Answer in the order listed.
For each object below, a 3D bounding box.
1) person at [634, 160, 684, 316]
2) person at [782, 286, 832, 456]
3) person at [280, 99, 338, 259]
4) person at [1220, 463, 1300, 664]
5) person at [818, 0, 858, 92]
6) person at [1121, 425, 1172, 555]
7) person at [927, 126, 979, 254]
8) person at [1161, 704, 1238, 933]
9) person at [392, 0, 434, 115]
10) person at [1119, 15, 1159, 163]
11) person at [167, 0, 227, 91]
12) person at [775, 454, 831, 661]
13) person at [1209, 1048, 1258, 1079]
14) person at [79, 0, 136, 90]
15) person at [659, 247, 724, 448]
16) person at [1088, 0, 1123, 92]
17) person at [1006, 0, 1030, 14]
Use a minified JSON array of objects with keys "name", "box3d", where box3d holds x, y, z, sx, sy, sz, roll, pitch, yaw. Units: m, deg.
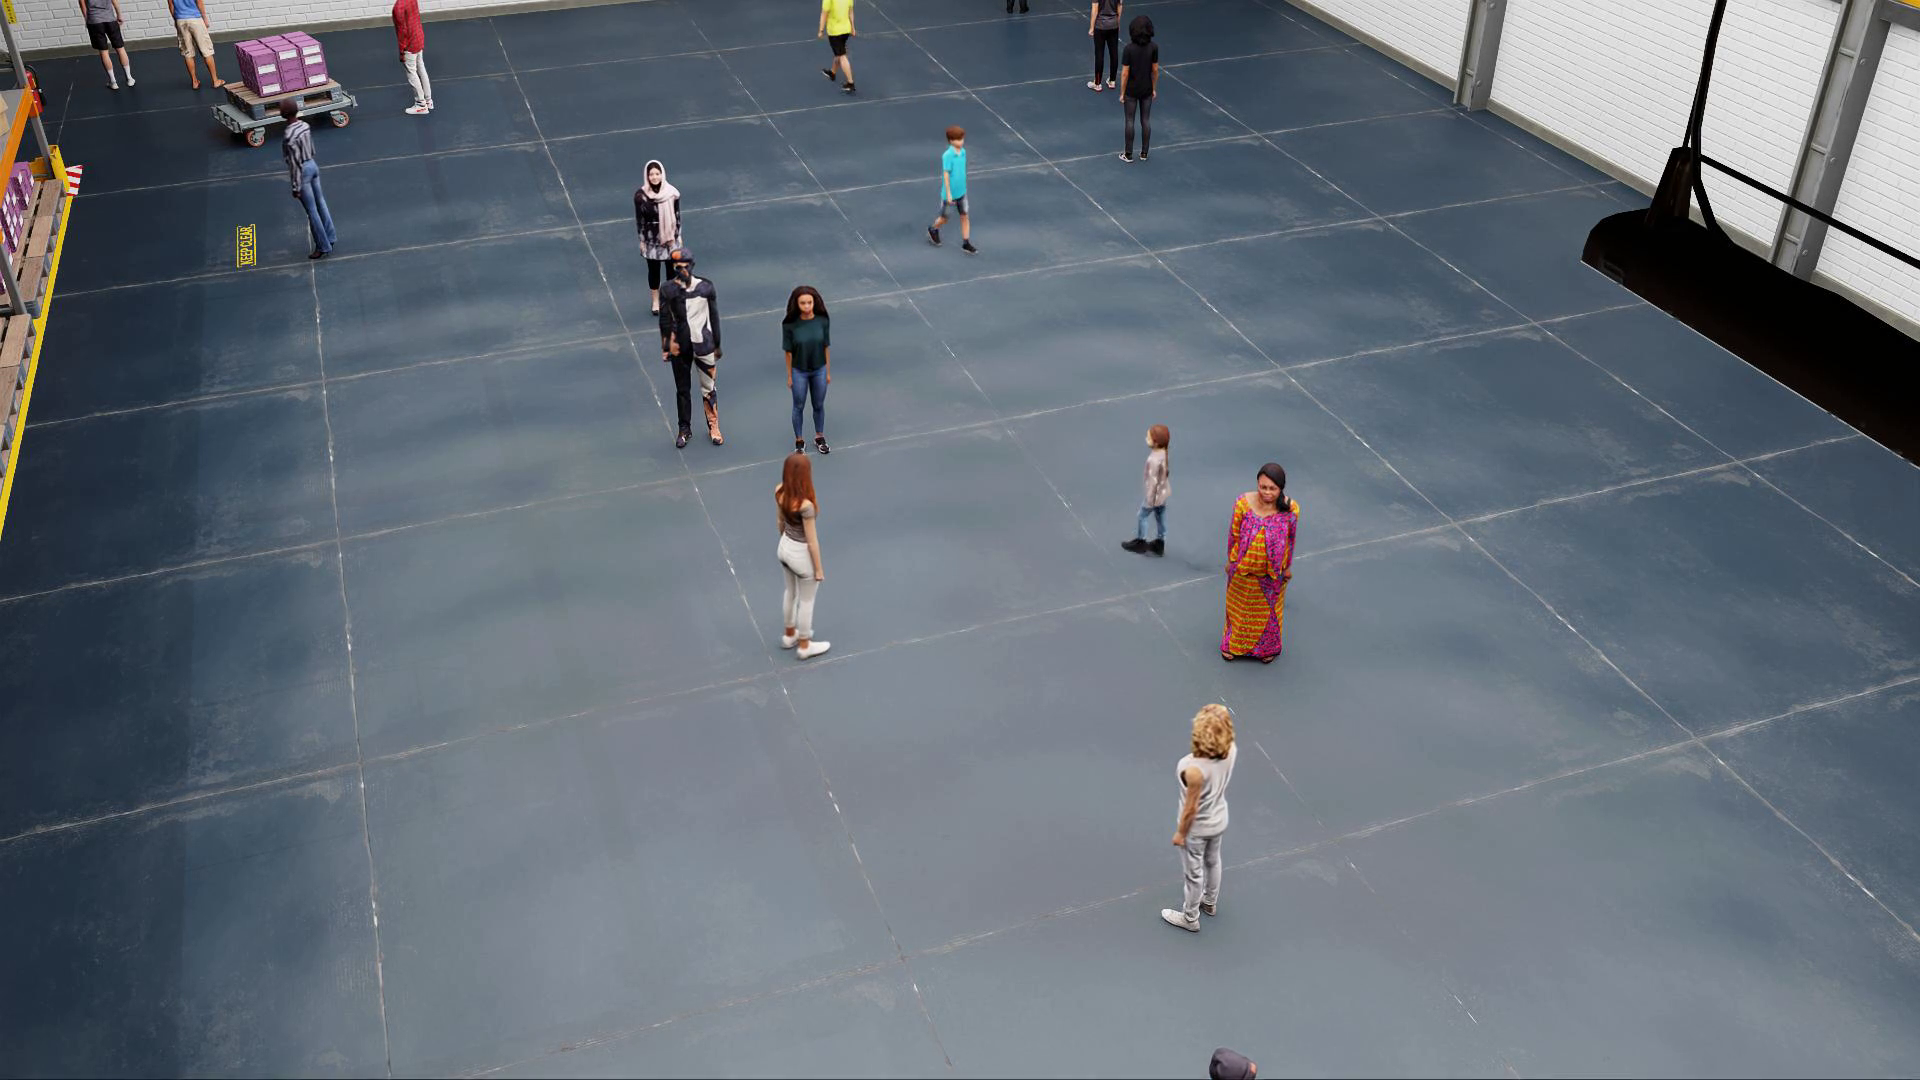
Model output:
[{"name":"person","box3d":[-3.107,-3.152,17.227,0.618,1.638,0.608,-12,36,-18]},{"name":"person","box3d":[-1.347,-1.514,14.783,0.609,1.616,0.601,-8,35,-12]},{"name":"person","box3d":[-7.213,-3.994,18.355,0.758,1.793,0.622,3,34,5]},{"name":"person","box3d":[2.213,0.157,12.210,0.769,1.682,0.803,5,34,7]},{"name":"person","box3d":[-1.634,-7.069,23.098,0.938,1.662,1.191,-28,43,-36]},{"name":"person","box3d":[1.638,-0.389,13.477,0.701,1.188,0.641,15,36,21]},{"name":"person","box3d":[-0.118,-3.925,18.580,0.728,1.429,0.982,-25,41,-32]},{"name":"person","box3d":[1.459,1.661,9.958,0.682,1.671,0.672,27,42,34]},{"name":"person","box3d":[-7.378,-6.678,22.368,0.816,1.820,0.705,6,34,9]},{"name":"person","box3d":[2.236,-5.650,20.807,0.659,1.836,0.575,-7,34,-10]},{"name":"person","box3d":[-10.738,-7.241,23.176,0.679,1.864,0.610,-6,34,-8]},{"name":"person","box3d":[-1.195,0.122,12.230,0.717,1.718,0.577,-26,41,-33]},{"name":"person","box3d":[1.191,3.018,7.804,0.751,1.794,0.633,4,34,5]},{"name":"person","box3d":[-11.953,-7.249,23.181,0.709,1.871,0.648,-21,39,-28]},{"name":"person","box3d":[-2.392,-1.729,14.859,0.739,1.891,0.662,-4,34,-6]},{"name":"person","box3d":[2.036,-7.157,23.140,0.643,1.764,0.562,-14,36,-20]},{"name":"person","box3d":[0.899,-9.267,26.278,0.753,1.804,0.717,4,34,6]}]
